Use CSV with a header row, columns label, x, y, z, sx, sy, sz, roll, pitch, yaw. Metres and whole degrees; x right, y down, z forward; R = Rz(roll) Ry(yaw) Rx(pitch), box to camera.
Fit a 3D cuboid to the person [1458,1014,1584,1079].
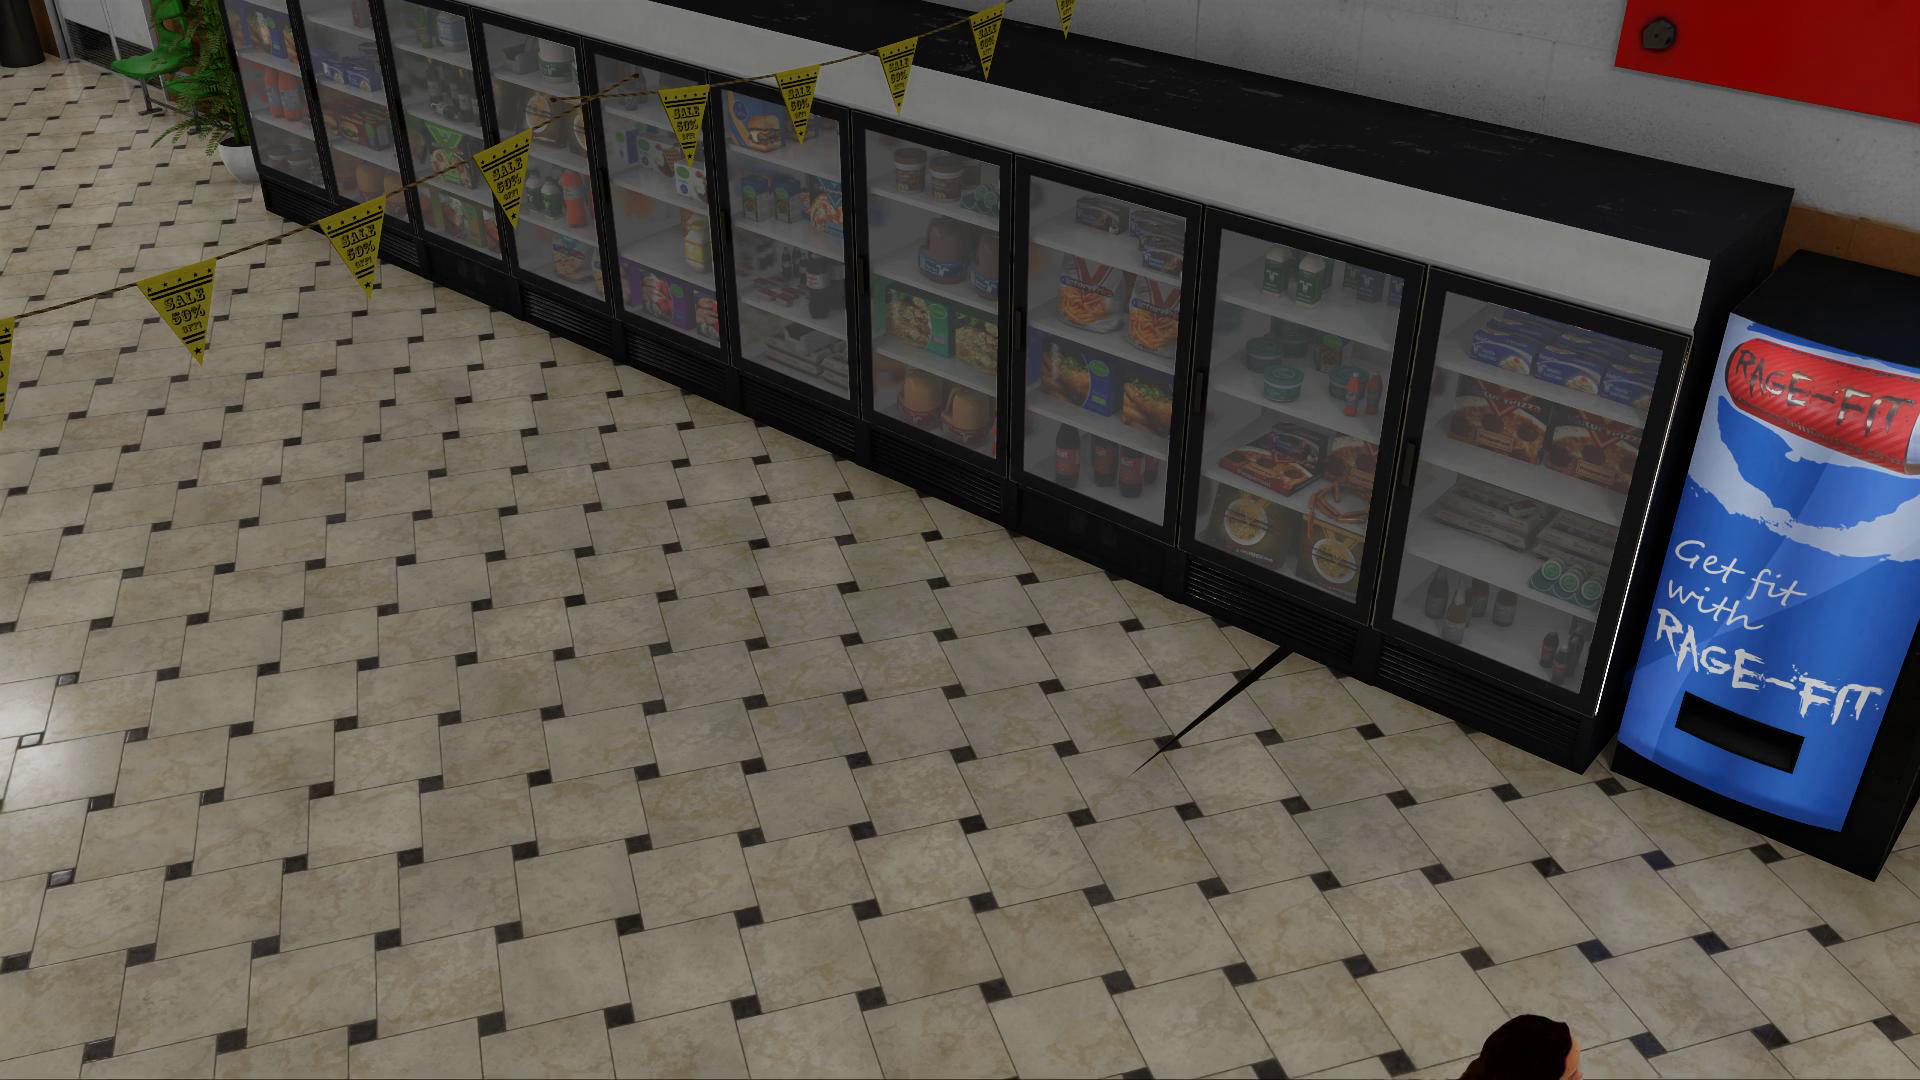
label,x,y,z,sx,sy,sz,roll,pitch,yaw
person,1.305,1.752,4.314,0.756,1.466,0.654,6,32,10
